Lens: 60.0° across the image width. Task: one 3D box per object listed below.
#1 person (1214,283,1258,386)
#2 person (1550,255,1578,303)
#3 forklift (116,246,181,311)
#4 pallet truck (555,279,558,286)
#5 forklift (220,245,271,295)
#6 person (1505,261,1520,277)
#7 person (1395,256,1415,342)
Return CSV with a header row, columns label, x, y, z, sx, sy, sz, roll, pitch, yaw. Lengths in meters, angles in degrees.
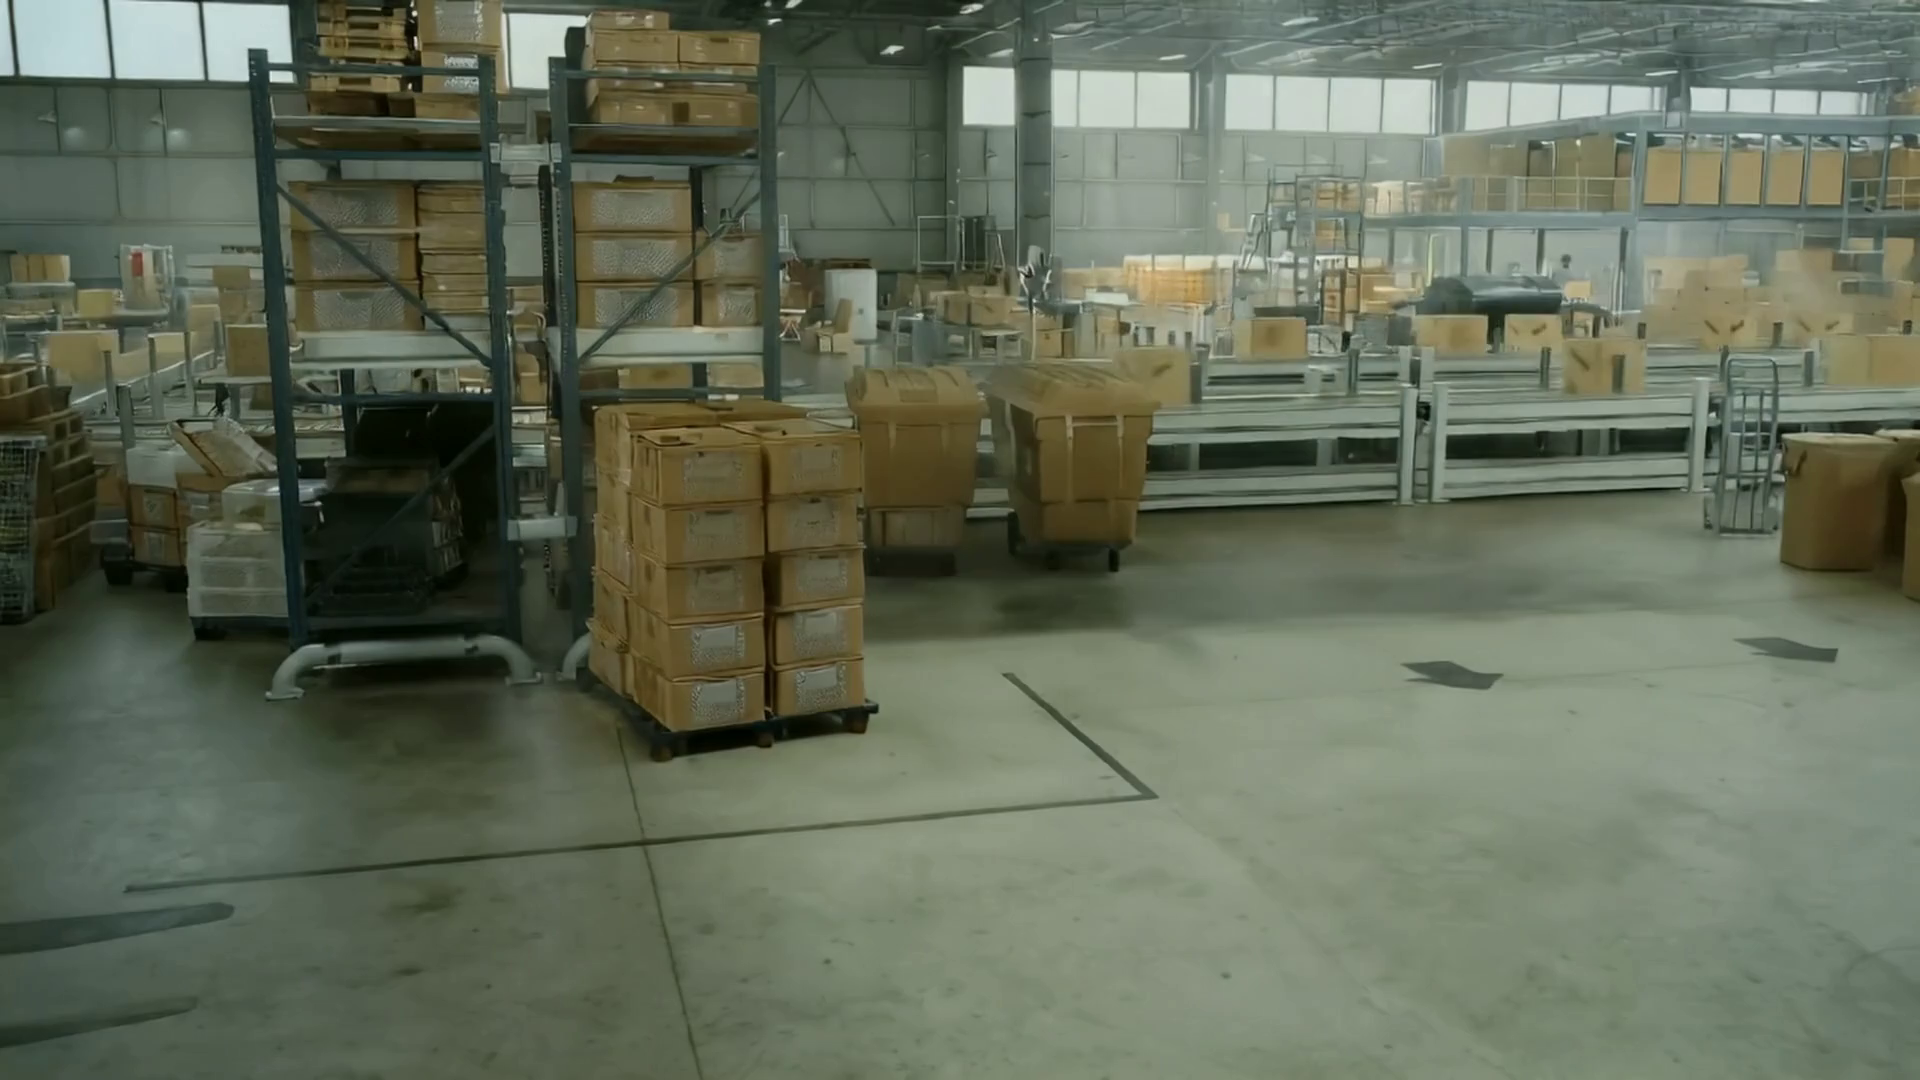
label,x,y,z,sx,sy,sz,roll,pitch,yaw
person,4.172,-2.993,24.573,0.834,1.576,0.524,-4,11,-20
person,13.484,-5.400,37.187,0.614,1.948,1.018,0,10,0
forklift,-19.966,-6.232,40.894,1.157,1.987,2.680,-3,10,-15
pallet truck,-10.604,-6.375,44.520,0.653,1.274,1.630,-3,10,-15
forklift,-17.749,-6.334,41.440,1.157,1.987,2.680,-3,10,-17
person,11.727,-5.002,35.278,0.599,1.828,0.403,5,11,28
person,9.595,-5.229,36.325,0.749,1.917,0.552,-2,10,-12
